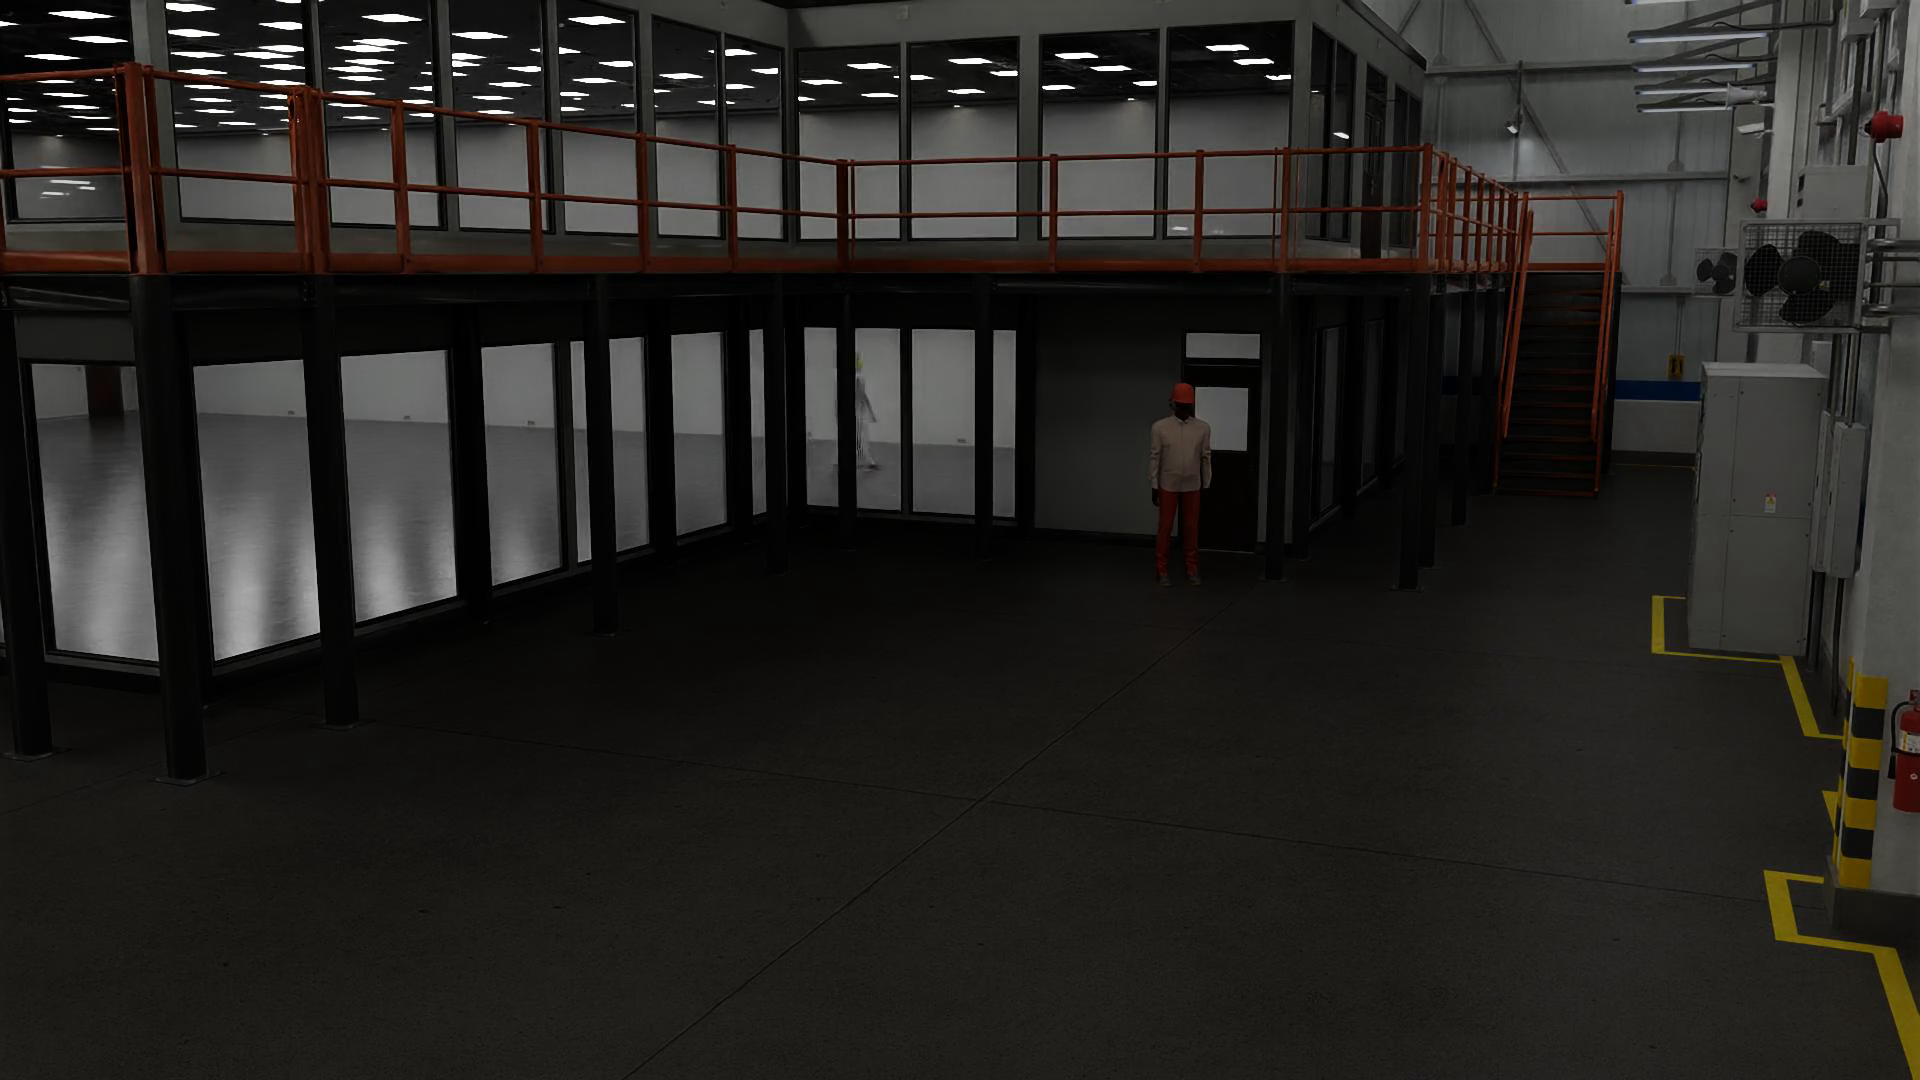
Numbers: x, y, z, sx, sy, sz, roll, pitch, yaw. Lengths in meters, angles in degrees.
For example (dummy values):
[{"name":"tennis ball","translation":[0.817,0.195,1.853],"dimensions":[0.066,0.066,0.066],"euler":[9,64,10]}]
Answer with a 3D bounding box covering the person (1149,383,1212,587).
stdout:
[{"name":"person","translation":[2.133,-0.526,16.077],"dimensions":[0.614,1.988,0.400],"euler":[-1,9,-7]}]
